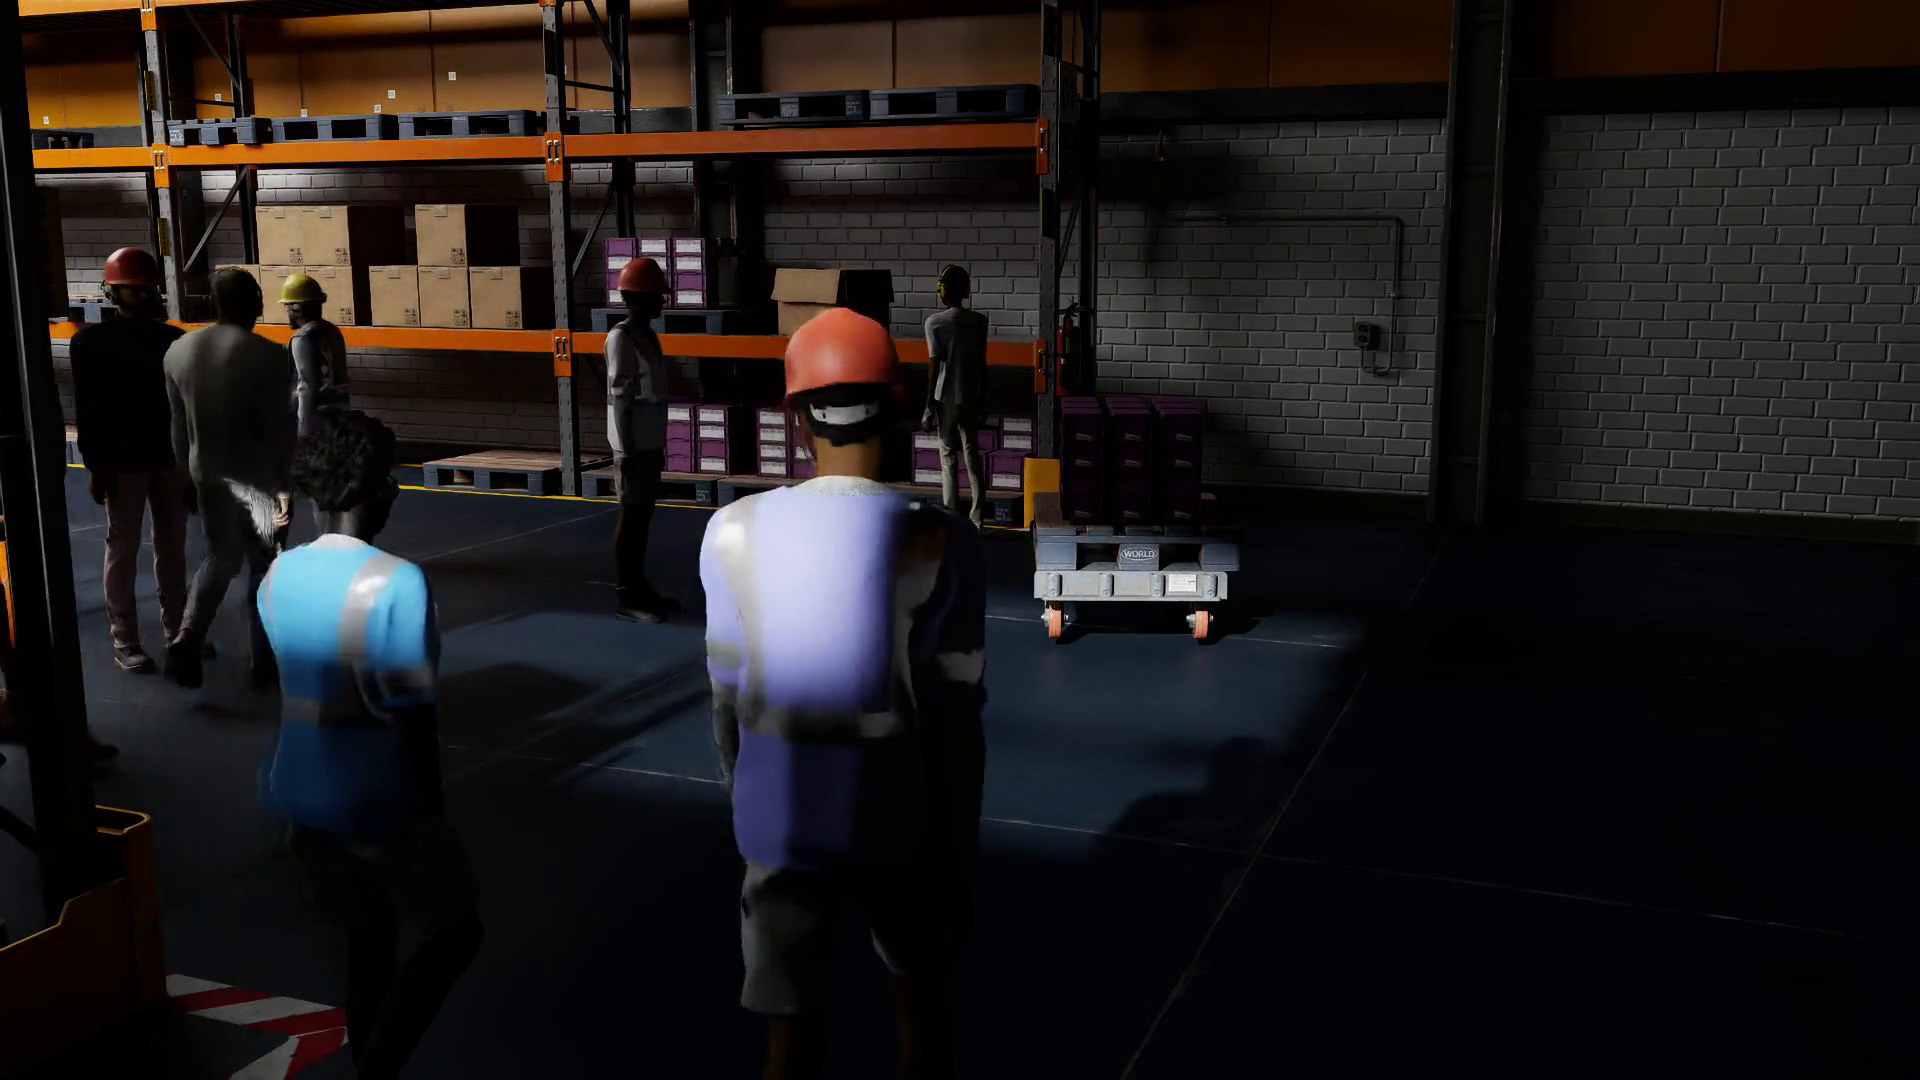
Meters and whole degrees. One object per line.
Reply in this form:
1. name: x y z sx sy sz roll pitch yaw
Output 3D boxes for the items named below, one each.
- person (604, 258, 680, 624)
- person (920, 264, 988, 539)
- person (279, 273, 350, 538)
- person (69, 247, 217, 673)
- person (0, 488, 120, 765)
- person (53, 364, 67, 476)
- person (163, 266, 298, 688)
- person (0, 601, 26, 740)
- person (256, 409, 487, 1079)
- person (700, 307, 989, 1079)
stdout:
1. person: -1.686 -0.531 8.905 0.377 1.936 0.549 1 10 7
2. person: -0.038 -0.911 11.209 0.514 1.872 0.332 -7 12 -34
3. person: -3.986 -0.725 10.284 0.403 1.828 0.597 0 10 -1
4. person: -3.884 -0.384 7.929 0.375 1.995 0.611 6 12 30
5. person: -3.610 -0.072 6.167 0.919 1.999 0.629 3 11 18
6. person: -5.202 -0.471 9.134 0.539 1.730 0.786 -7 13 -36
7. person: -3.249 -0.251 7.399 0.648 1.917 0.639 2 10 11
8. person: -3.974 -0.199 6.761 0.397 2.043 0.609 -1 10 -4
9. person: -1.296 0.568 3.572 0.545 1.650 0.420 7 12 33
10. person: -0.198 0.514 3.189 0.546 1.893 0.826 1 10 7
